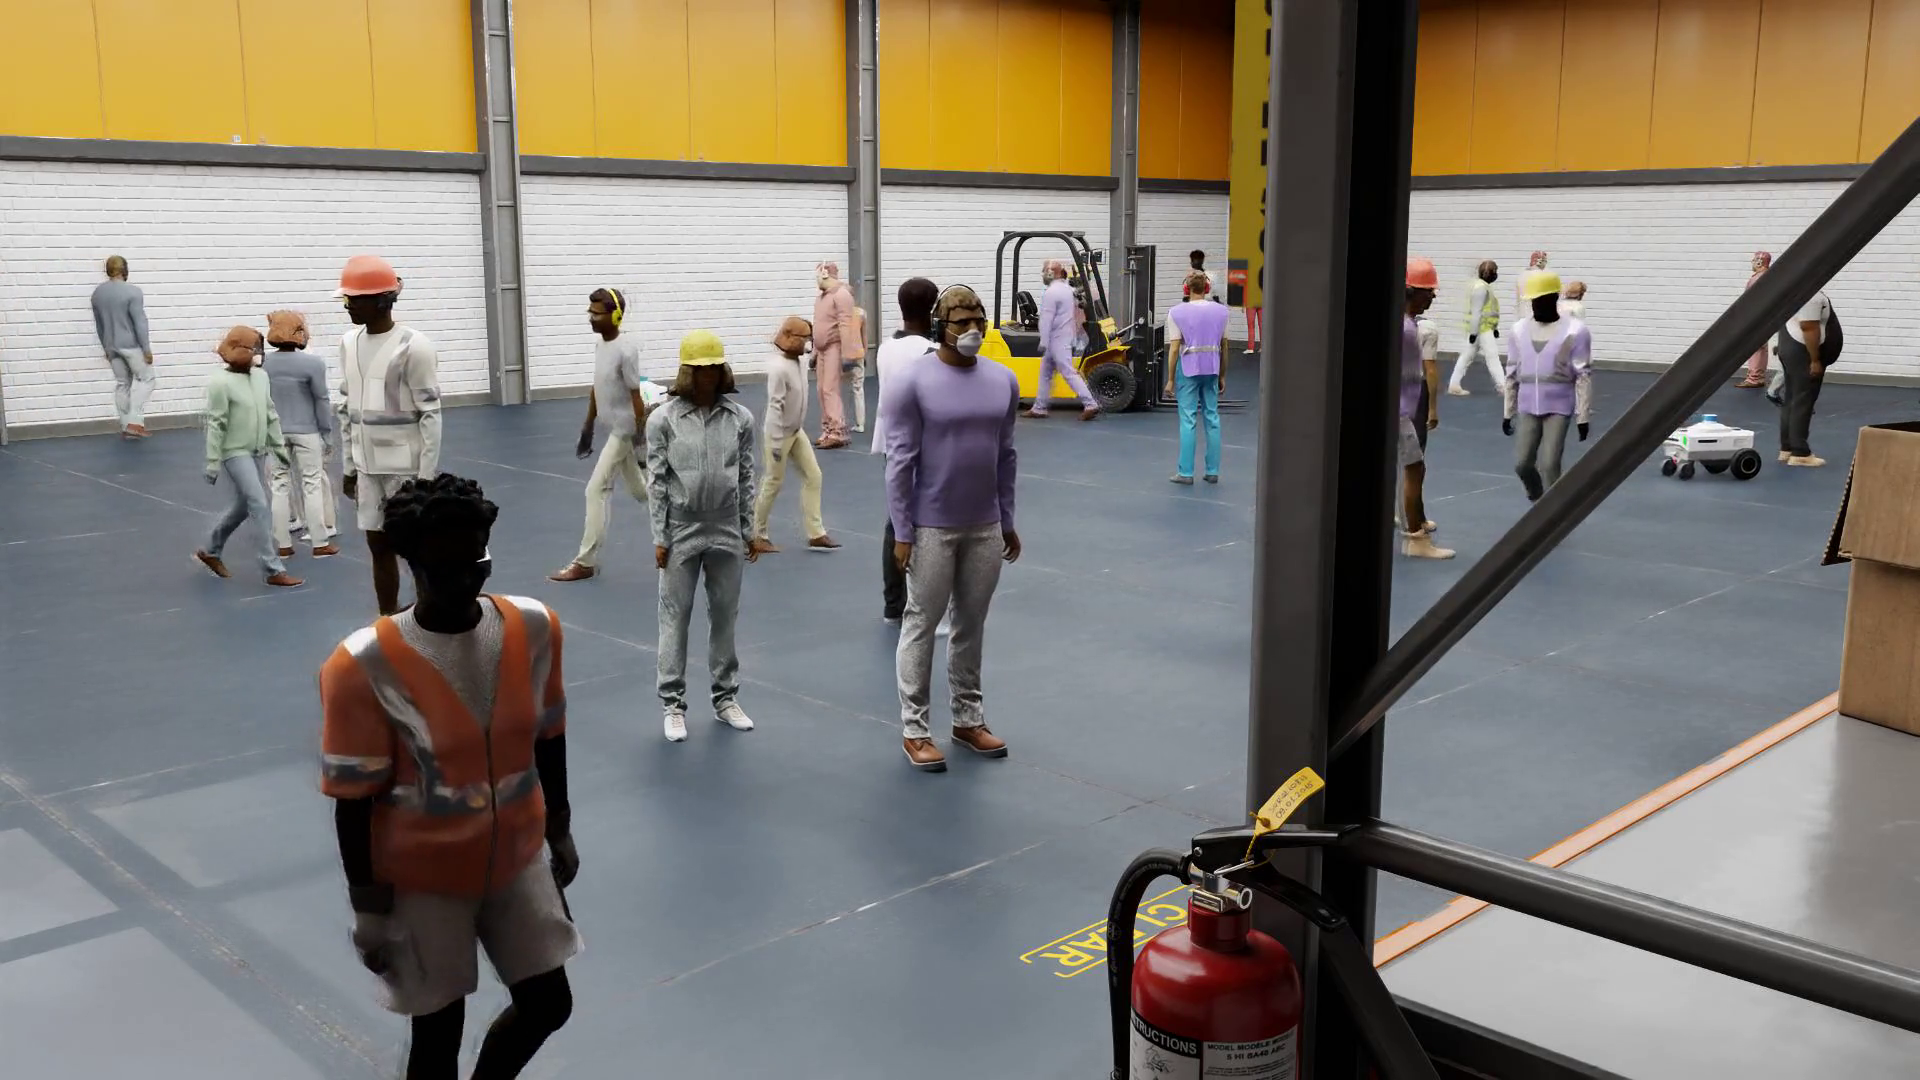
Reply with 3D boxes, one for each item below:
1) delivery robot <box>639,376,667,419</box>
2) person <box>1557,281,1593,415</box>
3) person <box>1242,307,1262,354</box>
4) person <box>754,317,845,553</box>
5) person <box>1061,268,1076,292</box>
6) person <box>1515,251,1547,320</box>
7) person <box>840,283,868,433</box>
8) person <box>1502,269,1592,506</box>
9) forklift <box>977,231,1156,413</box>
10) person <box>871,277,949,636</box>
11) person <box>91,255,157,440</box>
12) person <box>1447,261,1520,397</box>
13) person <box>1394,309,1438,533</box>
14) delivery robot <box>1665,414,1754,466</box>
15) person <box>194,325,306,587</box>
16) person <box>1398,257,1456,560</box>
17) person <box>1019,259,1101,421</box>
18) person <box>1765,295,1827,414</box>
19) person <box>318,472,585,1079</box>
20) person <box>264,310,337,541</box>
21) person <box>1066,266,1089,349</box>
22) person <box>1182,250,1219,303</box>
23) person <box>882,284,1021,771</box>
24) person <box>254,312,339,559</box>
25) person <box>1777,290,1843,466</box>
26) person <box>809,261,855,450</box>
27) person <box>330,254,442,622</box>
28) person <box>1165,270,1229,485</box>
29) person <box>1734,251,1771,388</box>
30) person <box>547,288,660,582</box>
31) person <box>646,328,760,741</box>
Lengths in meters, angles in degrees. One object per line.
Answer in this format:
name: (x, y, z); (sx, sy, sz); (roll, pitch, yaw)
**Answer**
delivery robot: (-3.552, -1.607, 18.707); (0.477, 0.478, 0.707); (1, 11, 7)
person: (7.151, -2.270, 19.746); (0.837, 1.594, 0.559); (-3, 11, -16)
person: (5.316, -4.230, 29.956); (0.522, 1.769, 0.317); (-4, 11, -20)
person: (-1.105, -0.687, 11.106); (0.669, 1.594, 0.521); (4, 11, 20)
person: (1.540, -3.282, 25.104); (0.568, 1.642, 0.897); (2, 11, 9)
person: (8.342, -3.229, 24.141); (0.406, 1.902, 0.638); (-4, 11, -19)
person: (-1.215, -1.960, 18.001); (0.523, 1.612, 0.385); (-8, 13, -36)
person: (4.049, -0.910, 11.474); (0.612, 1.901, 0.613); (9, 14, 42)
forklift: (1.222, -2.721, 20.561); (2.313, 2.155, 1.214); (2, 11, 13)
person: (-0.261, -0.444, 8.909); (0.380, 1.917, 0.592); (-6, 12, -29)
person: (-8.674, -1.993, 17.306); (0.685, 1.928, 0.440); (4, 11, 18)
person: (6.960, -2.785, 22.025); (0.976, 1.792, 0.627); (3, 11, 15)
person: (3.207, -0.969, 11.973); (0.351, 1.842, 0.507); (-9, 14, -42)
delivery robot: (6.599, -0.864, 14.657); (0.707, 0.478, 0.477); (-2, 11, -9)
person: (-4.415, -0.513, 10.147); (0.789, 1.600, 0.529); (2, 11, 10)
person: (2.789, -0.866, 11.045); (0.990, 2.004, 0.635); (3, 11, 15)
person: (1.189, -2.306, 19.219); (0.983, 1.864, 0.622); (3, 11, 15)
person: (10.128, -2.435, 20.140); (0.637, 1.786, 0.859); (0, 10, -2)
person: (-1.027, 0.677, 3.440); (0.367, 1.670, 0.581); (10, 14, 43)
person: (-4.664, -0.783, 11.576); (0.575, 1.619, 0.520); (-8, 13, -38)
person: (1.565, -2.813, 22.350); (0.904, 1.716, 0.539); (-4, 11, -22)
person: (3.738, -3.552, 25.889); (1.025, 1.903, 0.610); (-9, 14, -41)
person: (-0.017, -0.055, 6.721); (0.629, 1.940, 0.378); (-7, 12, -33)
person: (-4.401, -0.684, 10.988); (0.508, 1.631, 0.269); (0, 10, 0)
person: (7.929, -1.720, 15.524); (0.537, 2.000, 0.682); (3, 11, 14)
person: (-1.307, -1.863, 16.779); (0.459, 1.870, 0.749); (-5, 12, -25)
person: (-2.825, -0.373, 8.175); (0.611, 2.040, 0.393); (6, 12, 28)
person: (2.032, -1.385, 14.249); (0.564, 1.837, 0.395); (-3, 11, -17)
person: (11.177, -3.089, 23.342); (0.642, 1.913, 0.410); (-10, 14, -43)
person: (-2.104, -0.664, 10.409); (0.980, 1.822, 0.520); (-5, 12, -27)
person: (-1.084, -0.023, 7.086); (0.483, 1.743, 0.305); (-6, 12, -28)
